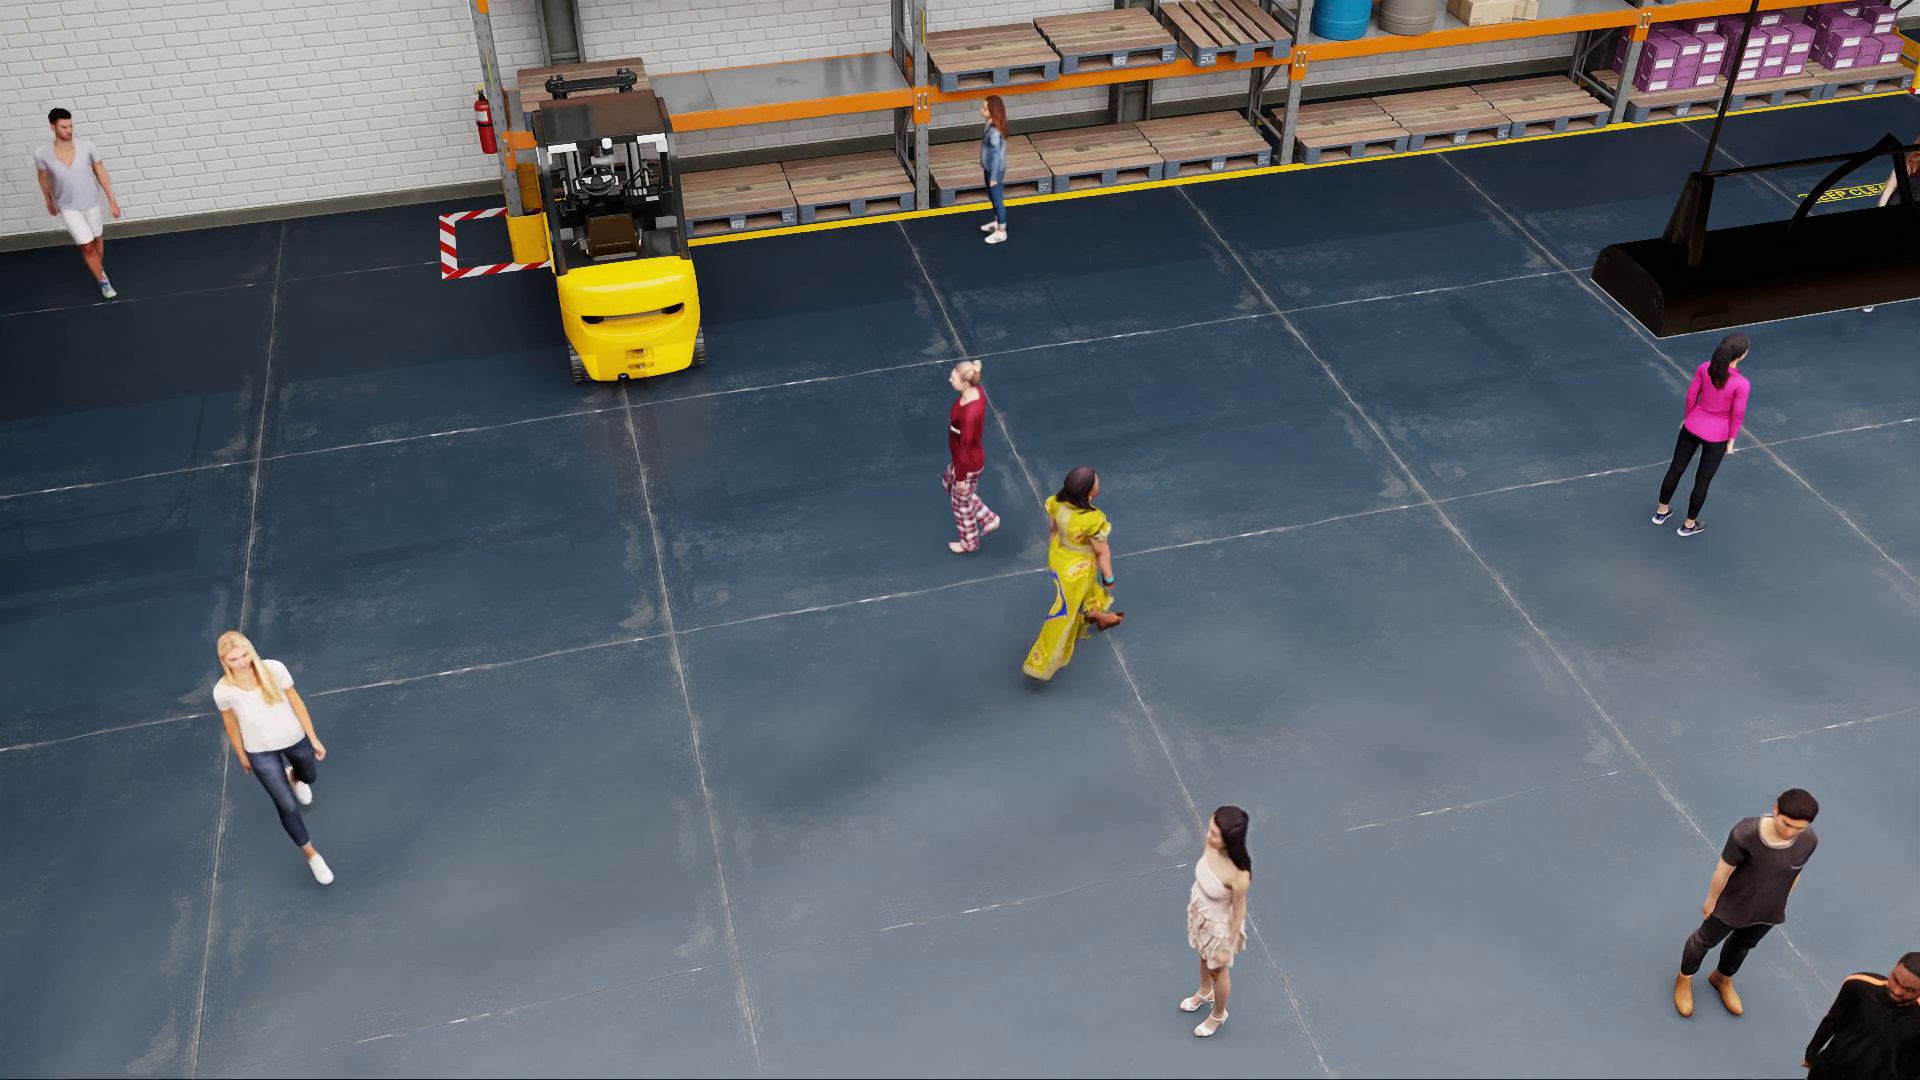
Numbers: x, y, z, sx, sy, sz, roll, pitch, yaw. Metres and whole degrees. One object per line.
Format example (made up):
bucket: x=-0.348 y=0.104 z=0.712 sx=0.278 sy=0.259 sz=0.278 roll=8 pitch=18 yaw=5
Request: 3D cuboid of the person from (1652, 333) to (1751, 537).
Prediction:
person: x=5.559 y=-0.802 z=12.411 sx=0.689 sy=1.698 sz=0.675 roll=-27 pitch=46 yaw=-30

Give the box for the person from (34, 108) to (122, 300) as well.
person: x=-8.094 y=-3.100 z=15.199 sx=0.948 sy=1.799 sz=0.953 roll=-20 pitch=43 yaw=-23

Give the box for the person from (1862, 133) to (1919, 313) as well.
person: x=8.420 y=-2.828 z=14.917 sx=0.789 sy=1.727 sz=0.851 roll=22 pitch=44 yaw=26

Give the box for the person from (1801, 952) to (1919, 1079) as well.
person: x=4.429 y=2.559 z=8.121 sx=1.094 sy=1.790 sz=0.917 roll=-31 pitch=48 yaw=-33

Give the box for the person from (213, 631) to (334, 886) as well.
person: x=-4.064 y=1.175 z=9.859 sx=1.131 sy=1.784 sz=0.936 roll=-24 pitch=45 yaw=-27

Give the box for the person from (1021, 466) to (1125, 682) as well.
person: x=0.713 y=0.254 z=11.167 sx=1.343 sy=1.600 sz=1.033 roll=-25 pitch=45 yaw=-28

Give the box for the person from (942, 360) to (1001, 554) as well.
person: x=0.126 y=-0.593 z=12.147 sx=0.773 sy=1.690 sz=0.741 roll=2 pitch=39 yaw=3

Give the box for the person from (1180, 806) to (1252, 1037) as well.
person: x=1.367 y=2.032 z=8.825 sx=0.530 sy=1.735 sz=0.586 roll=-12 pitch=40 yaw=-14

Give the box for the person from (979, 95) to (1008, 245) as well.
person: x=0.337 y=-3.603 z=16.092 sx=0.522 sy=1.471 sz=0.586 roll=-5 pitch=39 yaw=-6

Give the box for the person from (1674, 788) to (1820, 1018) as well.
person: x=4.261 y=1.918 z=8.987 sx=0.583 sy=1.711 sz=0.735 roll=1 pitch=39 yaw=1
